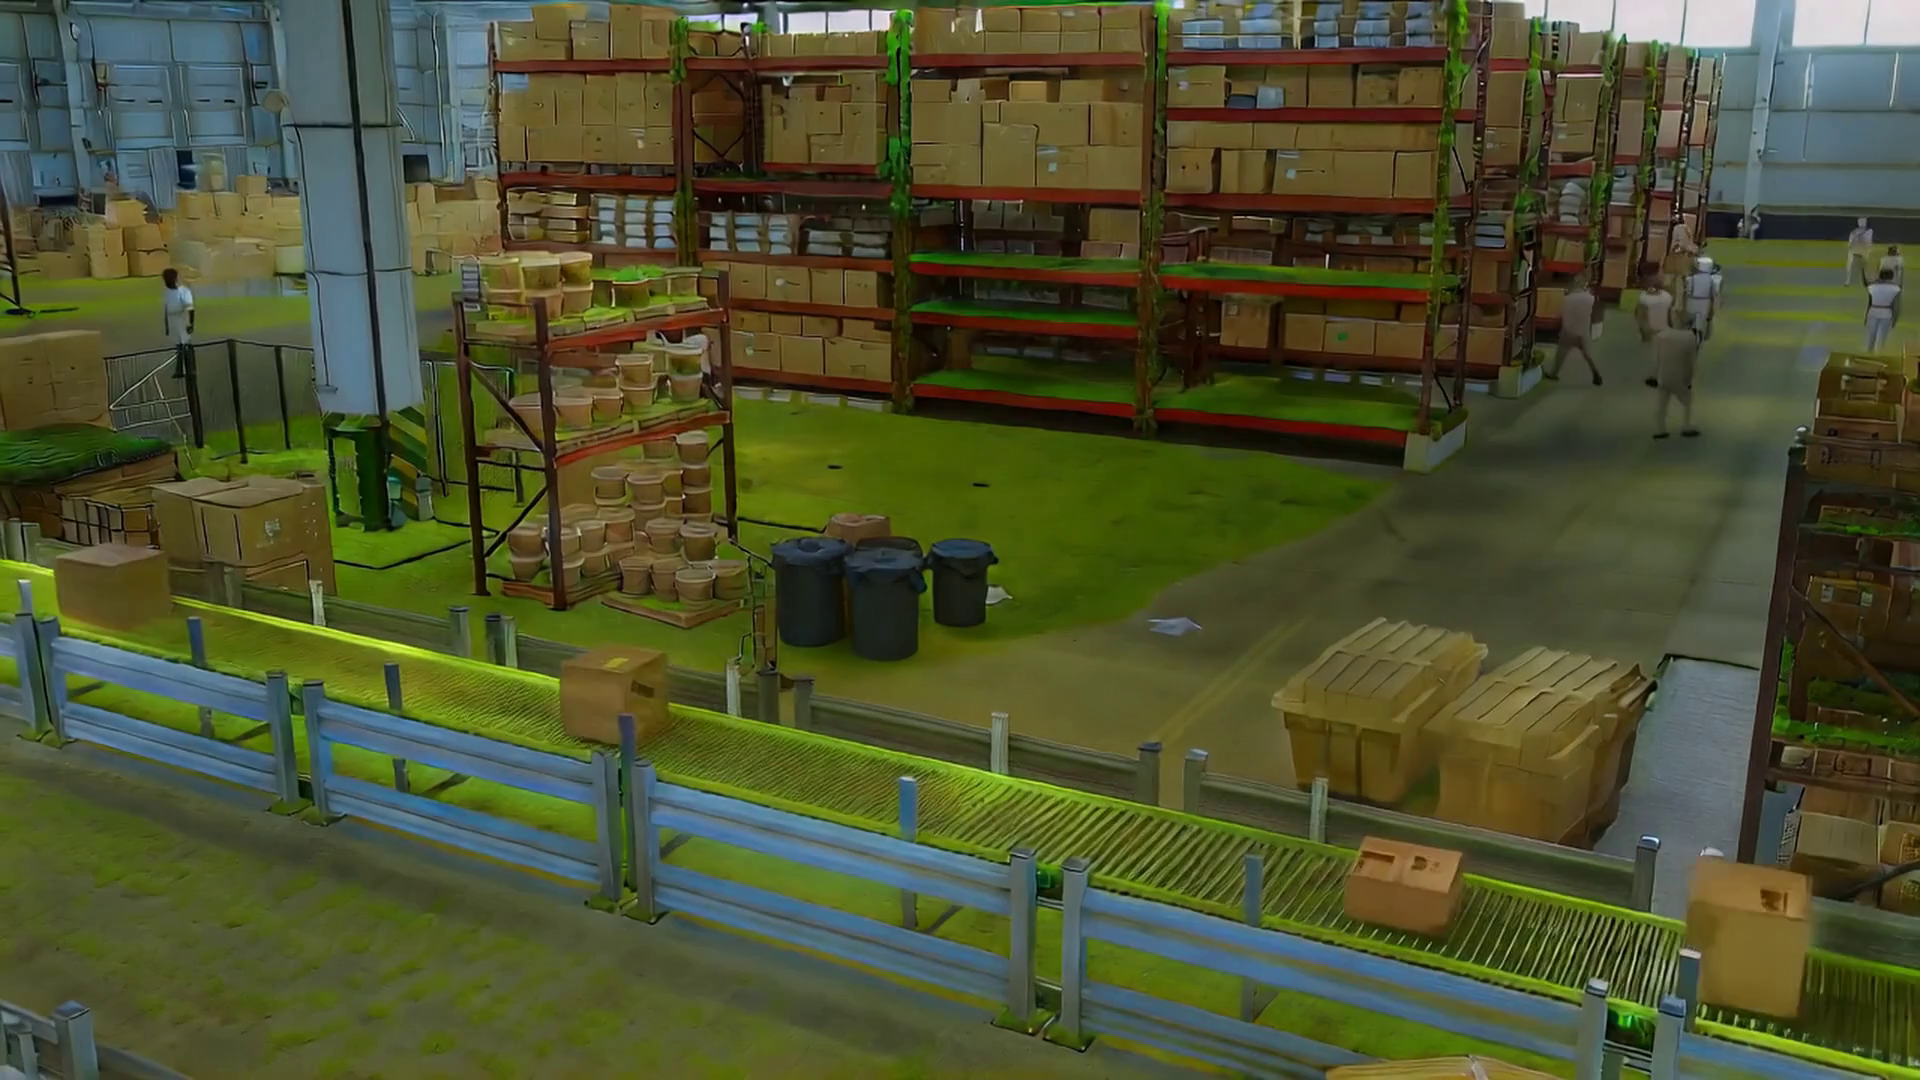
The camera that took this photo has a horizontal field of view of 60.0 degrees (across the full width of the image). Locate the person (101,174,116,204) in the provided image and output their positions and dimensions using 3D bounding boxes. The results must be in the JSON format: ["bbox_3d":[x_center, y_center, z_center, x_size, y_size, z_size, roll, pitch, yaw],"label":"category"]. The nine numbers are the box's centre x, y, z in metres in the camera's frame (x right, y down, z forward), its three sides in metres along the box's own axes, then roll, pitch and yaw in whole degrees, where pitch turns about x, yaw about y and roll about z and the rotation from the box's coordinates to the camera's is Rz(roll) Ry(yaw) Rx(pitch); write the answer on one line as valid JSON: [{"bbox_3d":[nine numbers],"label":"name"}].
[{"bbox_3d":[-33.511,-13.447,65.518,0.572,1.907,0.506,1,15,2],"label":"person"}]

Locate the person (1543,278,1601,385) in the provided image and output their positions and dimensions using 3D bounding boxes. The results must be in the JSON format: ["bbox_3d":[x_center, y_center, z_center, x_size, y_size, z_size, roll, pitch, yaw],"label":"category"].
[{"bbox_3d":[10.683,-3.602,28.708,0.661,1.818,1.140,-7,16,-24],"label":"person"}]

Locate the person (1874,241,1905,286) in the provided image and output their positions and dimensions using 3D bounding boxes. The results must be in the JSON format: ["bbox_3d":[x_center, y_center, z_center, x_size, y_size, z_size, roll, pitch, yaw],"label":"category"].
[{"bbox_3d":[20.532,-5.722,36.780,0.549,1.745,0.425,7,17,25],"label":"person"}]

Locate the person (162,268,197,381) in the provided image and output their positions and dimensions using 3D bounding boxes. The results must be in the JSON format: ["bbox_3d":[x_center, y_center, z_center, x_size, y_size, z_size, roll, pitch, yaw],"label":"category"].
[{"bbox_3d":[-13.617,-3.760,28.983,0.613,1.963,0.362,5,16,17],"label":"person"}]

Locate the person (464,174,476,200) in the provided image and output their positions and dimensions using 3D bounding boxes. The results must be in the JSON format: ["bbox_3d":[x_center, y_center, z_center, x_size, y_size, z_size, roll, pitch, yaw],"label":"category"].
[{"bbox_3d":[-19.177,-13.367,65.188,0.475,1.922,0.654,-13,20,-40],"label":"person"}]

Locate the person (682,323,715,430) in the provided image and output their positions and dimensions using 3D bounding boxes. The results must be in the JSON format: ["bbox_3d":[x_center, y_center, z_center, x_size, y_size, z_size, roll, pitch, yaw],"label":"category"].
[{"bbox_3d":[-3.887,-2.486,24.719,0.530,1.693,0.321,-10,18,-34],"label":"person"}]

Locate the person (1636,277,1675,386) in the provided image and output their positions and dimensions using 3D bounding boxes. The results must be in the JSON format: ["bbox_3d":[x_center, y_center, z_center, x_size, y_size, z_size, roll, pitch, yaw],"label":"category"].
[{"bbox_3d":[11.800,-3.528,28.250,0.695,1.892,0.641,1,15,4],"label":"person"}]

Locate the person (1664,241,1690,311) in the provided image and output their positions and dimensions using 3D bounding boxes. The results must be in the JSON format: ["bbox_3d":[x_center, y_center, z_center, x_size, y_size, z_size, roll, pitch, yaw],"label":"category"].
[{"bbox_3d":[16.683,-6.162,38.743,0.519,1.586,0.871,7,17,26],"label":"person"}]

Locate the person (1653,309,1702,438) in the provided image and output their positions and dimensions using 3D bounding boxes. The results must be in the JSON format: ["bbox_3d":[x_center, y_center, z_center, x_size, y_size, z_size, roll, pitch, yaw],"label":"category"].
[{"bbox_3d":[10.443,-2.402,24.064,0.846,1.878,0.648,-9,17,-29],"label":"person"}]

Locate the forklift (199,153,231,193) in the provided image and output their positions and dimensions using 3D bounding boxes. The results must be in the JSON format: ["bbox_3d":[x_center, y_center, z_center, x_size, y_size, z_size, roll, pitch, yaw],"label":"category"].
[{"bbox_3d":[-27.440,-12.865,61.464,1.873,2.768,1.129,8,17,28],"label":"forklift"}]

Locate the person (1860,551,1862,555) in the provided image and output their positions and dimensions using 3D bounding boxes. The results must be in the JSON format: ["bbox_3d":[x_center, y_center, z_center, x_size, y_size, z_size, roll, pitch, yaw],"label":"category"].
[{"bbox_3d":[7.552,0.393,13.662,0.434,1.814,0.615,8,17,28],"label":"person"}]

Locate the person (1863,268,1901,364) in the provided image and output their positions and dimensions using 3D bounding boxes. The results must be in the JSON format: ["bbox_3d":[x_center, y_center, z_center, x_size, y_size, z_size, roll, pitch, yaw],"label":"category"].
[{"bbox_3d":[16.776,-4.033,30.304,0.589,1.817,0.802,8,17,27],"label":"person"}]

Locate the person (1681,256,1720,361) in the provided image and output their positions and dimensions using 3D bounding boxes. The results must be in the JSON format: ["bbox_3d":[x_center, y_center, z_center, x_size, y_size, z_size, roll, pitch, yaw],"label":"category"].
[{"bbox_3d":[13.679,-4.255,30.798,0.609,2.000,1.041,5,16,17],"label":"person"}]

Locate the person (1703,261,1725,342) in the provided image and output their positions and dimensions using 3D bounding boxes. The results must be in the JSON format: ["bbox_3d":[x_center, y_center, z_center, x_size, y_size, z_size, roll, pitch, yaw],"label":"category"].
[{"bbox_3d":[15.178,-4.839,33.680,0.531,1.622,0.548,7,16,24],"label":"person"}]

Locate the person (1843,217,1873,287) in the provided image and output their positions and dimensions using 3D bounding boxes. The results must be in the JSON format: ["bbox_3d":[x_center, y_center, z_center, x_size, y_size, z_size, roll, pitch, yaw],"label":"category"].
[{"bbox_3d":[23.430,-7.498,43.334,0.772,1.816,0.618,-10,18,-32],"label":"person"}]

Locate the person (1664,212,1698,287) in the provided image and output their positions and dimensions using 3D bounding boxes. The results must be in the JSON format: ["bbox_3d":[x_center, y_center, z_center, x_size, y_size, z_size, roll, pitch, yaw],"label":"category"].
[{"bbox_3d":[18.889,-7.554,43.314,1.021,1.920,0.647,0,15,0],"label":"person"}]

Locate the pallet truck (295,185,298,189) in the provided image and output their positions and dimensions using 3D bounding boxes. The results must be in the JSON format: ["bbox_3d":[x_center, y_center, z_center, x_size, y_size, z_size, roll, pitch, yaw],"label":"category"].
[{"bbox_3d":[-26.804,-14.617,69.738,1.885,1.965,0.823,-14,20,-42],"label":"pallet truck"}]
